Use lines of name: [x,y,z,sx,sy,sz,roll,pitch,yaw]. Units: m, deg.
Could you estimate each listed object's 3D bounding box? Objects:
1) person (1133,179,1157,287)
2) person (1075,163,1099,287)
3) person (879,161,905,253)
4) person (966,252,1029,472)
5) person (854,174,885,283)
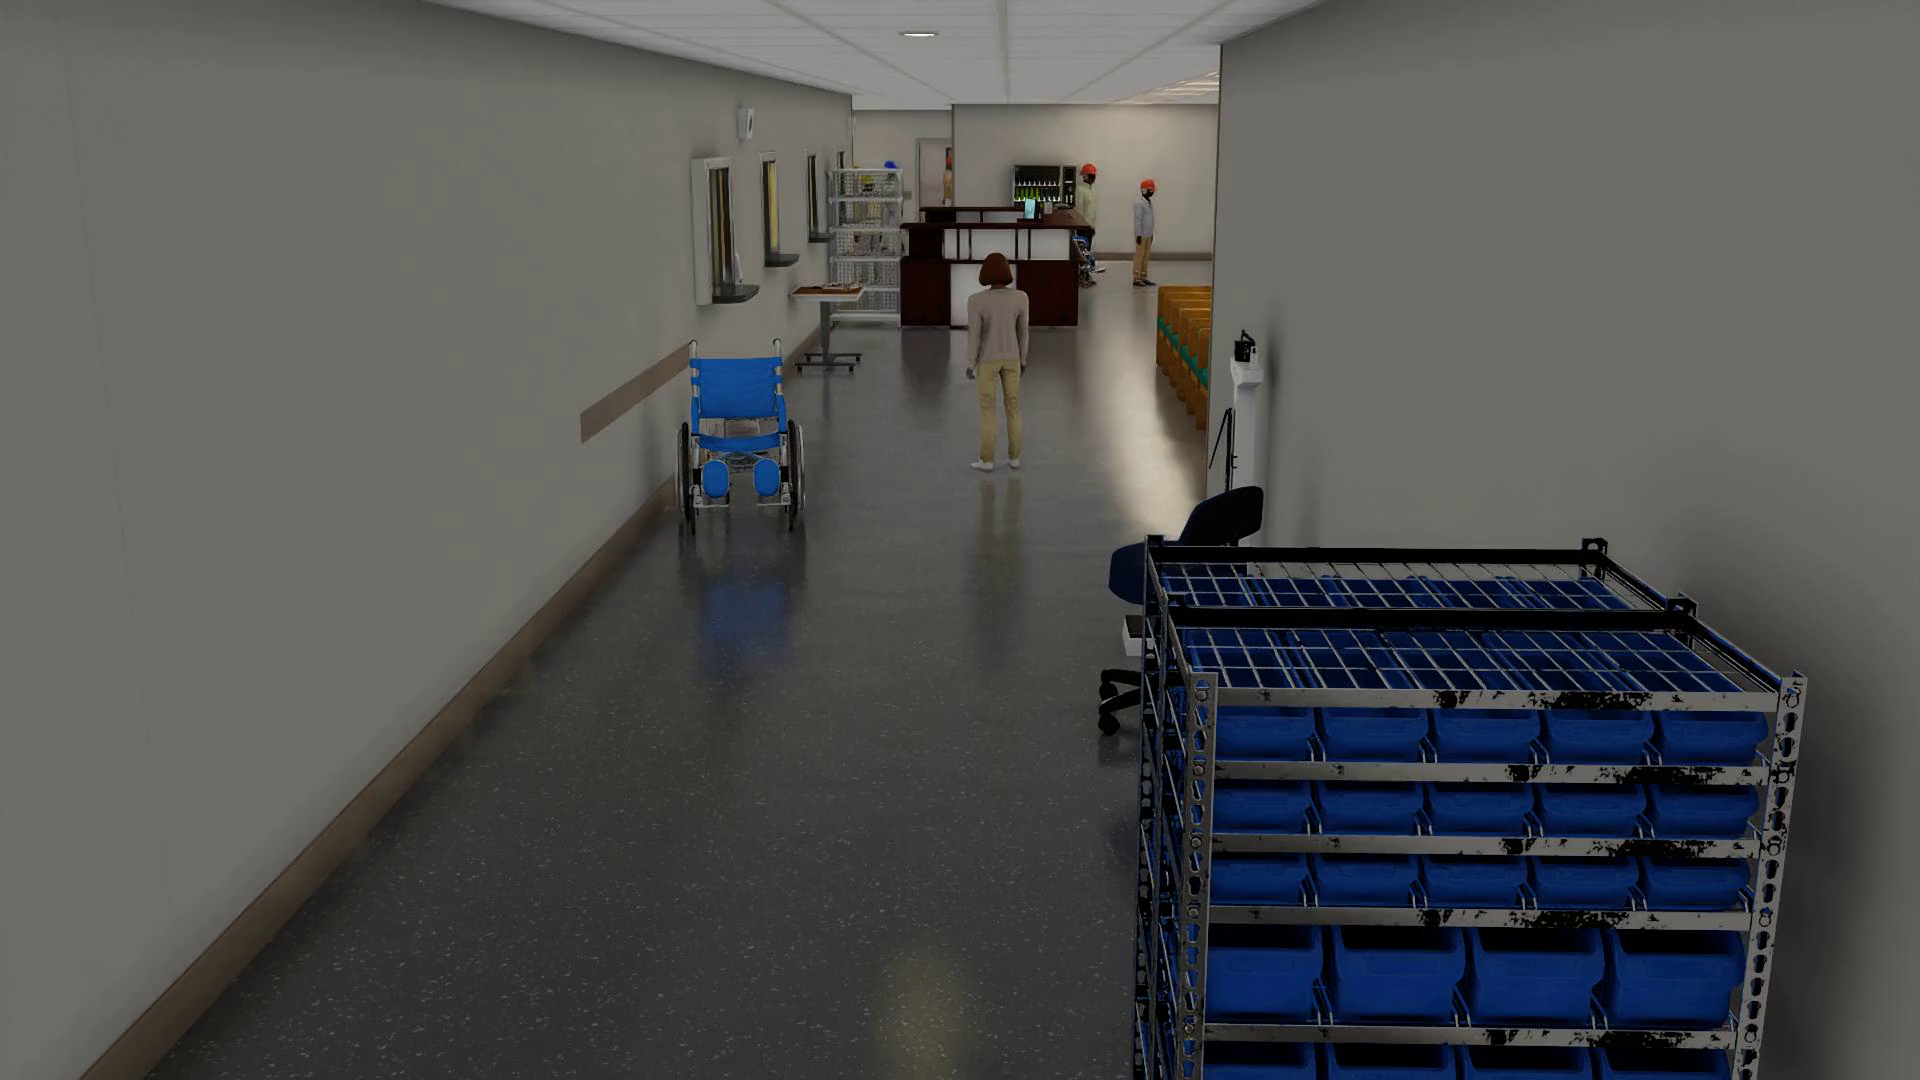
person: [3.044,-5.034,27.269,0.350,1.743,0.564,8,16,30]
person: [2.077,-5.159,27.259,0.395,1.994,0.613,7,15,25]
person: [-1.412,-6.987,34.873,0.618,1.906,0.986,7,15,25]
person: [0.279,-1.326,12.445,0.499,1.634,0.288,-6,15,-22]
person: [-1.492,-5.023,27.081,0.598,1.820,0.408,-11,18,-39]
